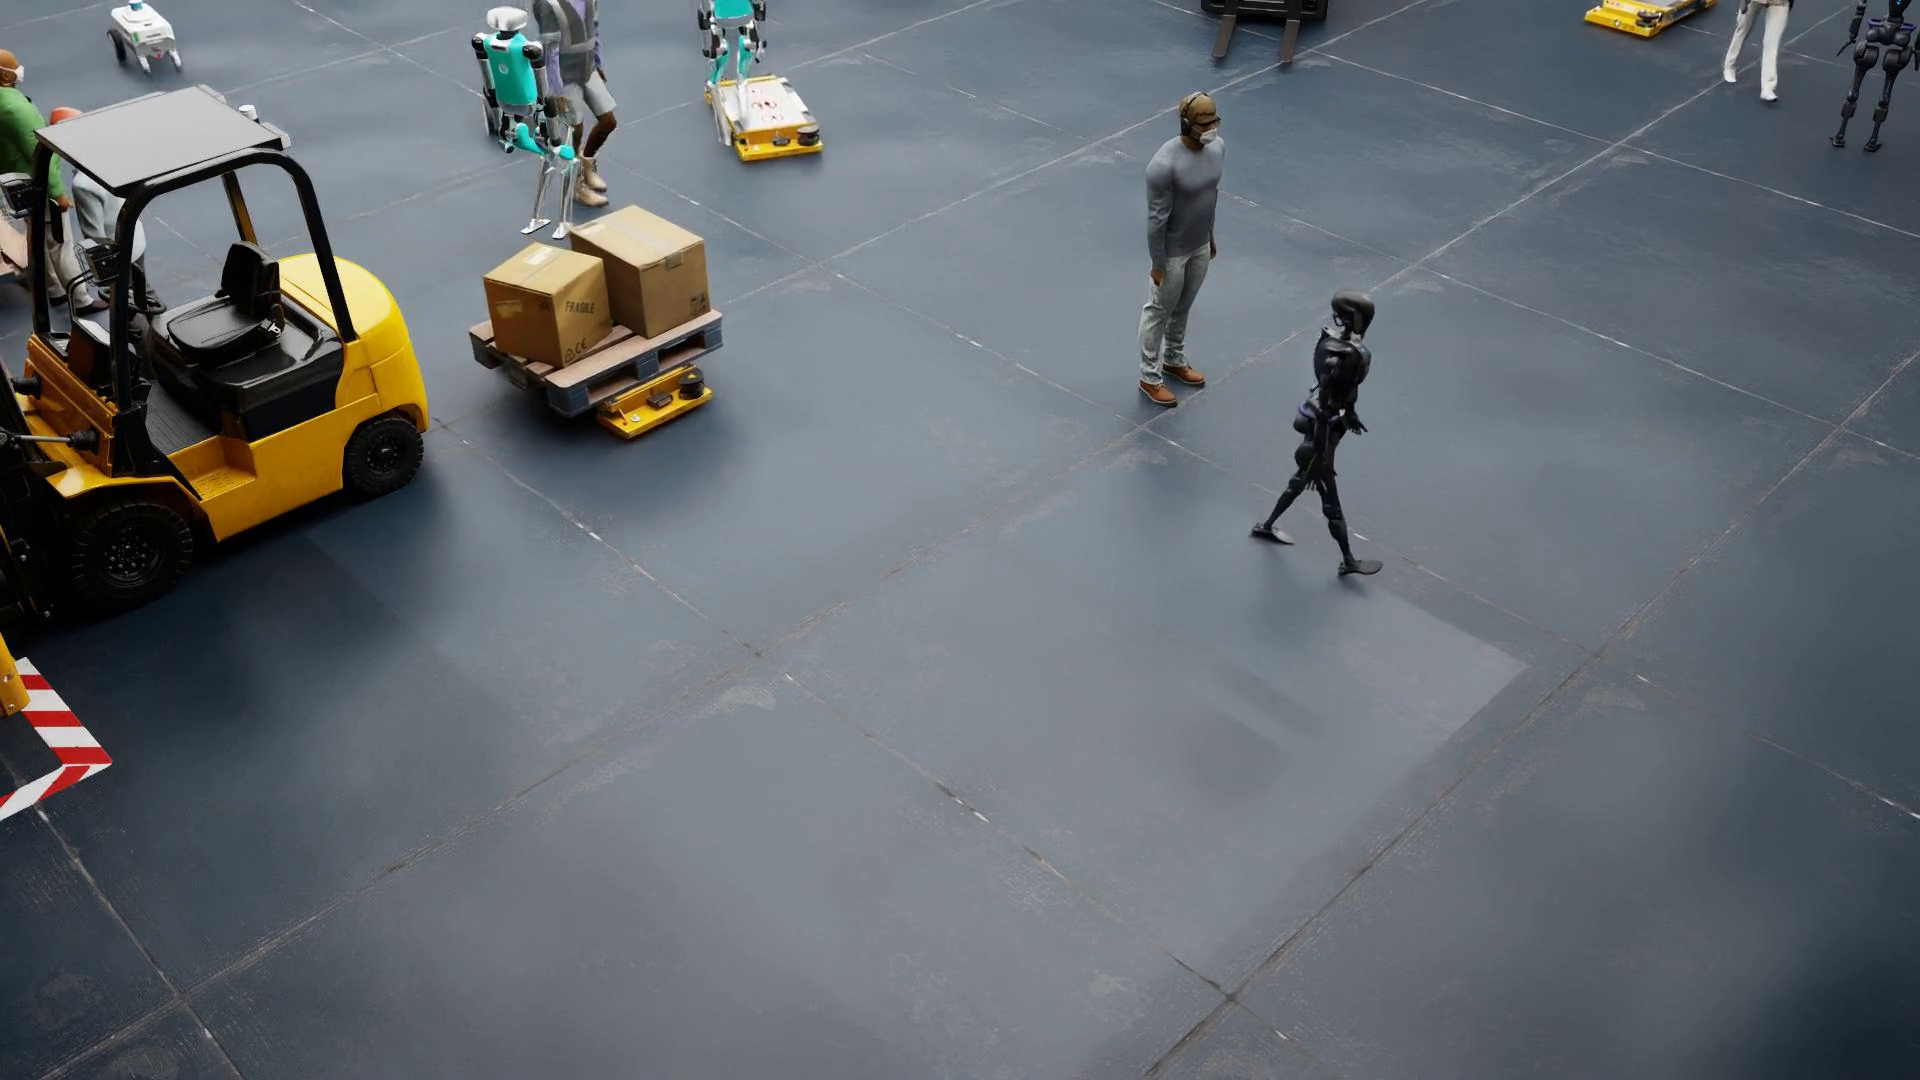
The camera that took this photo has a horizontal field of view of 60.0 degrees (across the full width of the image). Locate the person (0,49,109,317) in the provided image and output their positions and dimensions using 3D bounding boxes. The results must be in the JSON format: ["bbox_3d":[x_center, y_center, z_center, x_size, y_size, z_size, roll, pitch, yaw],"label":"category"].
[{"bbox_3d":[-6.012,-2.313,10.829,0.541,1.782,0.385,25,43,30],"label":"person"}]

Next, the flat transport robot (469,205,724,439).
[{"bbox_3d":[-2.261,-1.091,10.458,1.431,0.231,0.659,30,46,34],"label":"flat transport robot"}]

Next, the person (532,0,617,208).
[{"bbox_3d":[-2.756,-3.378,12.057,0.457,2.020,0.647,20,41,25],"label":"person"}]

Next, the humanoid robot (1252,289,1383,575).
[{"bbox_3d":[1.954,-0.575,8.616,0.761,1.631,0.592,18,40,22],"label":"humanoid robot"}]

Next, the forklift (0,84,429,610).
[{"bbox_3d":[-4.145,-1.093,8.856,2.313,2.155,1.214,-31,47,-34],"label":"forklift"}]

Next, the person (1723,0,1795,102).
[{"bbox_3d":[6.787,-4.526,13.946,0.519,1.595,0.827,6,37,8],"label":"person"}]

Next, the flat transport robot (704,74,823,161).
[{"bbox_3d":[-1.634,-3.504,13.688,0.659,0.231,1.431,-12,38,-15],"label":"flat transport robot"}]

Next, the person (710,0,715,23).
[{"bbox_3d":[-2.423,-5.787,15.502,0.555,1.745,0.647,4,37,6],"label":"person"}]

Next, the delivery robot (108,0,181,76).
[{"bbox_3d":[-7.249,-4.504,14.779,0.499,0.585,0.785,-25,43,-29],"label":"delivery robot"}]

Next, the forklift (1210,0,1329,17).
[{"bbox_3d":[3.106,-6.400,15.960,1.214,2.155,2.313,8,37,10],"label":"forklift"}]

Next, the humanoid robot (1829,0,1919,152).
[{"bbox_3d":[7.237,-3.896,13.023,0.599,1.657,0.315,17,40,22],"label":"humanoid robot"}]

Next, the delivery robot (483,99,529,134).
[{"bbox_3d":[-3.713,-3.701,13.728,0.499,0.614,0.803,-12,38,-16],"label":"delivery robot"}]

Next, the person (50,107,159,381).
[{"bbox_3d":[-5.188,-1.806,10.188,0.350,1.737,0.572,-2,37,-3],"label":"person"}]

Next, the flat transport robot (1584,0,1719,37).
[{"bbox_3d":[6.629,-5.131,15.865,1.431,0.231,0.659,-30,46,-34],"label":"flat transport robot"}]

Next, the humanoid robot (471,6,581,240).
[{"bbox_3d":[-2.922,-2.946,11.605,0.533,1.674,0.735,13,39,17],"label":"humanoid robot"}]

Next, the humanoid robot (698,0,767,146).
[{"bbox_3d":[-1.806,-3.911,12.995,0.540,1.777,0.675,-14,39,-17],"label":"humanoid robot"}]

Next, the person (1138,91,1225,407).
[{"bbox_3d":[1.330,-1.745,9.940,0.377,1.940,0.627,30,46,34],"label":"person"}]
